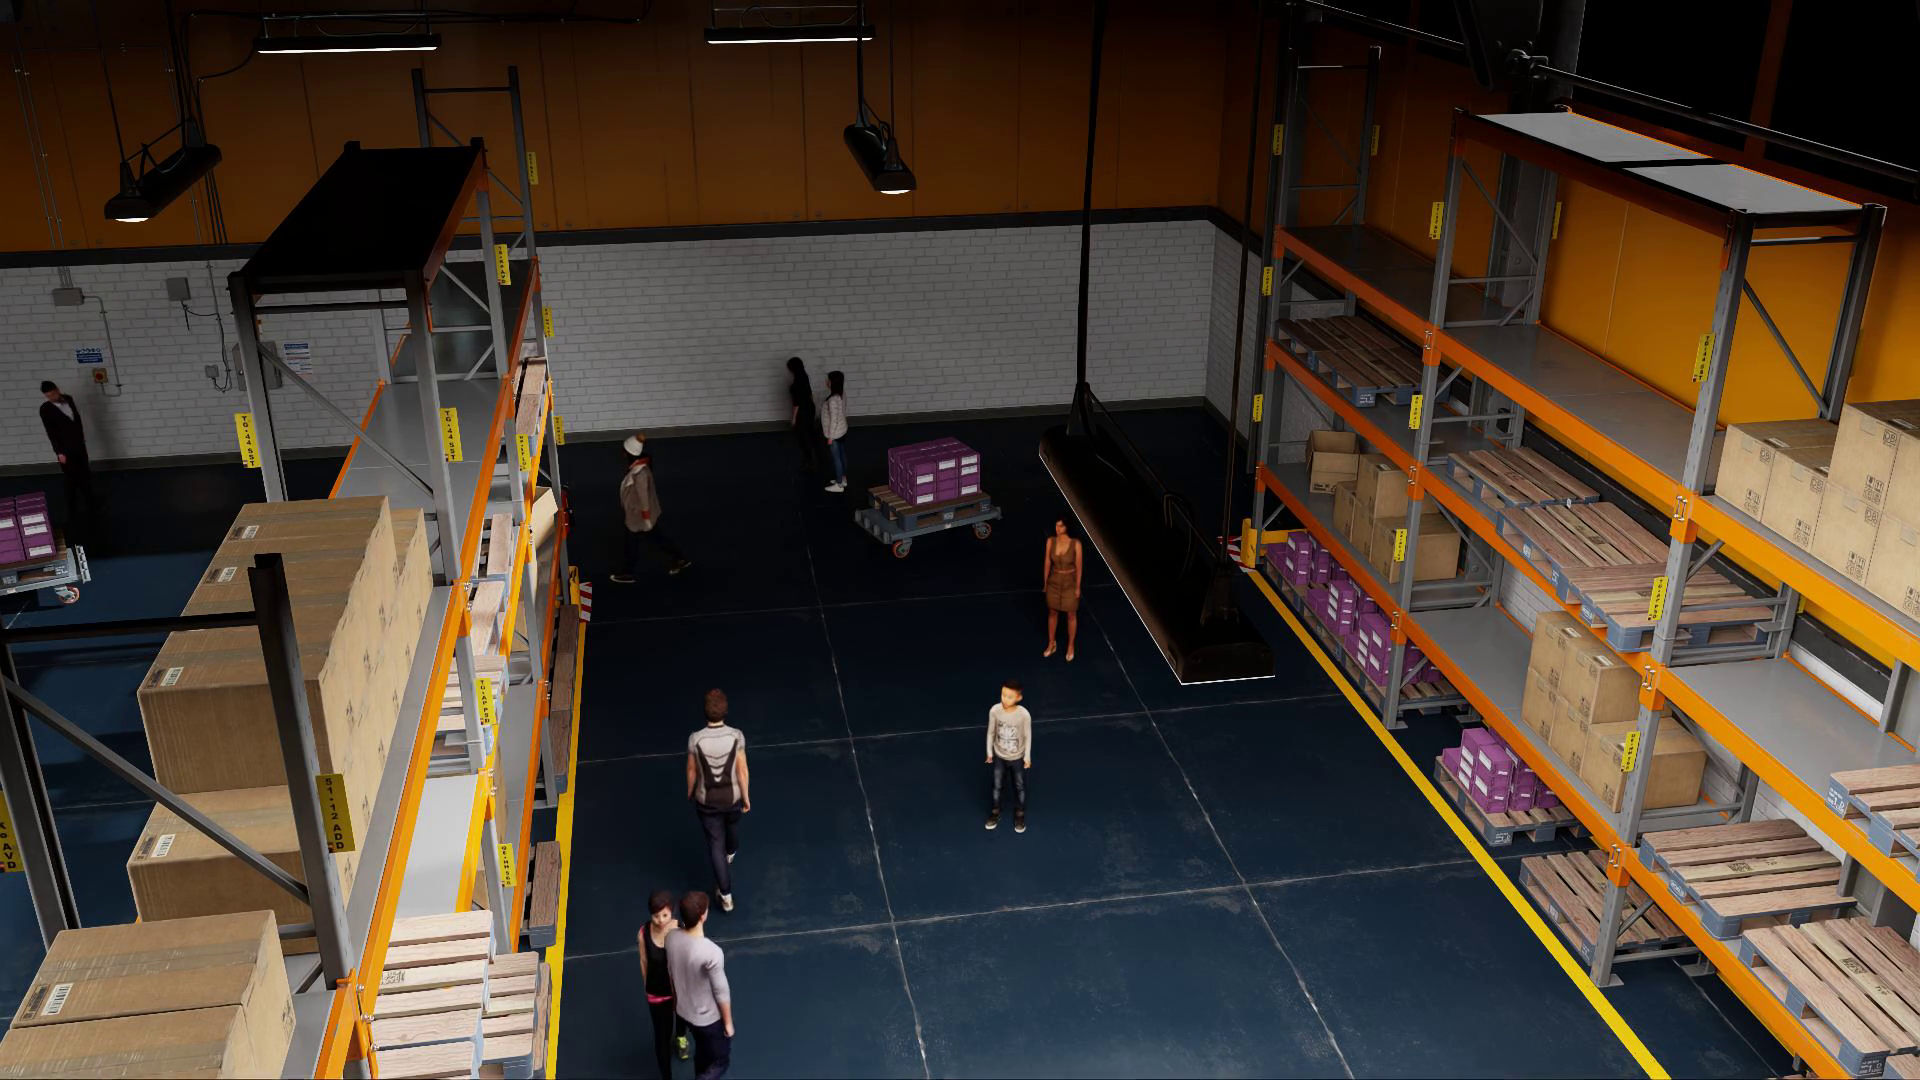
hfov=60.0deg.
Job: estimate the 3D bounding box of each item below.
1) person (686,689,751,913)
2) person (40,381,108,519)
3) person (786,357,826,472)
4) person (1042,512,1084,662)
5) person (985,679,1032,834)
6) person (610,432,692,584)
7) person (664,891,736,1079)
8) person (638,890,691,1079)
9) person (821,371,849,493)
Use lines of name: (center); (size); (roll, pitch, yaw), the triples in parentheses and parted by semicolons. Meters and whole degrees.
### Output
person: (-1.940, 2.145, 13.476); (0.736, 1.848, 1.171); (-7, 25, -16)
person: (-11.335, -1.224, 21.217); (1.008, 1.821, 0.730); (0, 24, 1)
person: (-2.063, -1.741, 22.663); (0.898, 1.609, 0.739); (13, 27, 28)
person: (1.087, 0.481, 17.485); (0.643, 1.686, 0.666); (9, 25, 20)
person: (0.441, 1.870, 14.587); (0.619, 1.463, 0.614); (5, 24, 11)
person: (-3.574, -0.371, 19.225); (0.843, 1.854, 1.137); (-1, 24, -2)
person: (-1.774, 3.190, 11.113); (1.049, 1.825, 1.085); (18, 29, 35)
person: (-2.033, 3.088, 11.735); (0.583, 1.515, 1.001); (-5, 24, -12)
person: (-1.630, -1.447, 21.956); (0.759, 1.637, 0.623); (6, 24, 13)
